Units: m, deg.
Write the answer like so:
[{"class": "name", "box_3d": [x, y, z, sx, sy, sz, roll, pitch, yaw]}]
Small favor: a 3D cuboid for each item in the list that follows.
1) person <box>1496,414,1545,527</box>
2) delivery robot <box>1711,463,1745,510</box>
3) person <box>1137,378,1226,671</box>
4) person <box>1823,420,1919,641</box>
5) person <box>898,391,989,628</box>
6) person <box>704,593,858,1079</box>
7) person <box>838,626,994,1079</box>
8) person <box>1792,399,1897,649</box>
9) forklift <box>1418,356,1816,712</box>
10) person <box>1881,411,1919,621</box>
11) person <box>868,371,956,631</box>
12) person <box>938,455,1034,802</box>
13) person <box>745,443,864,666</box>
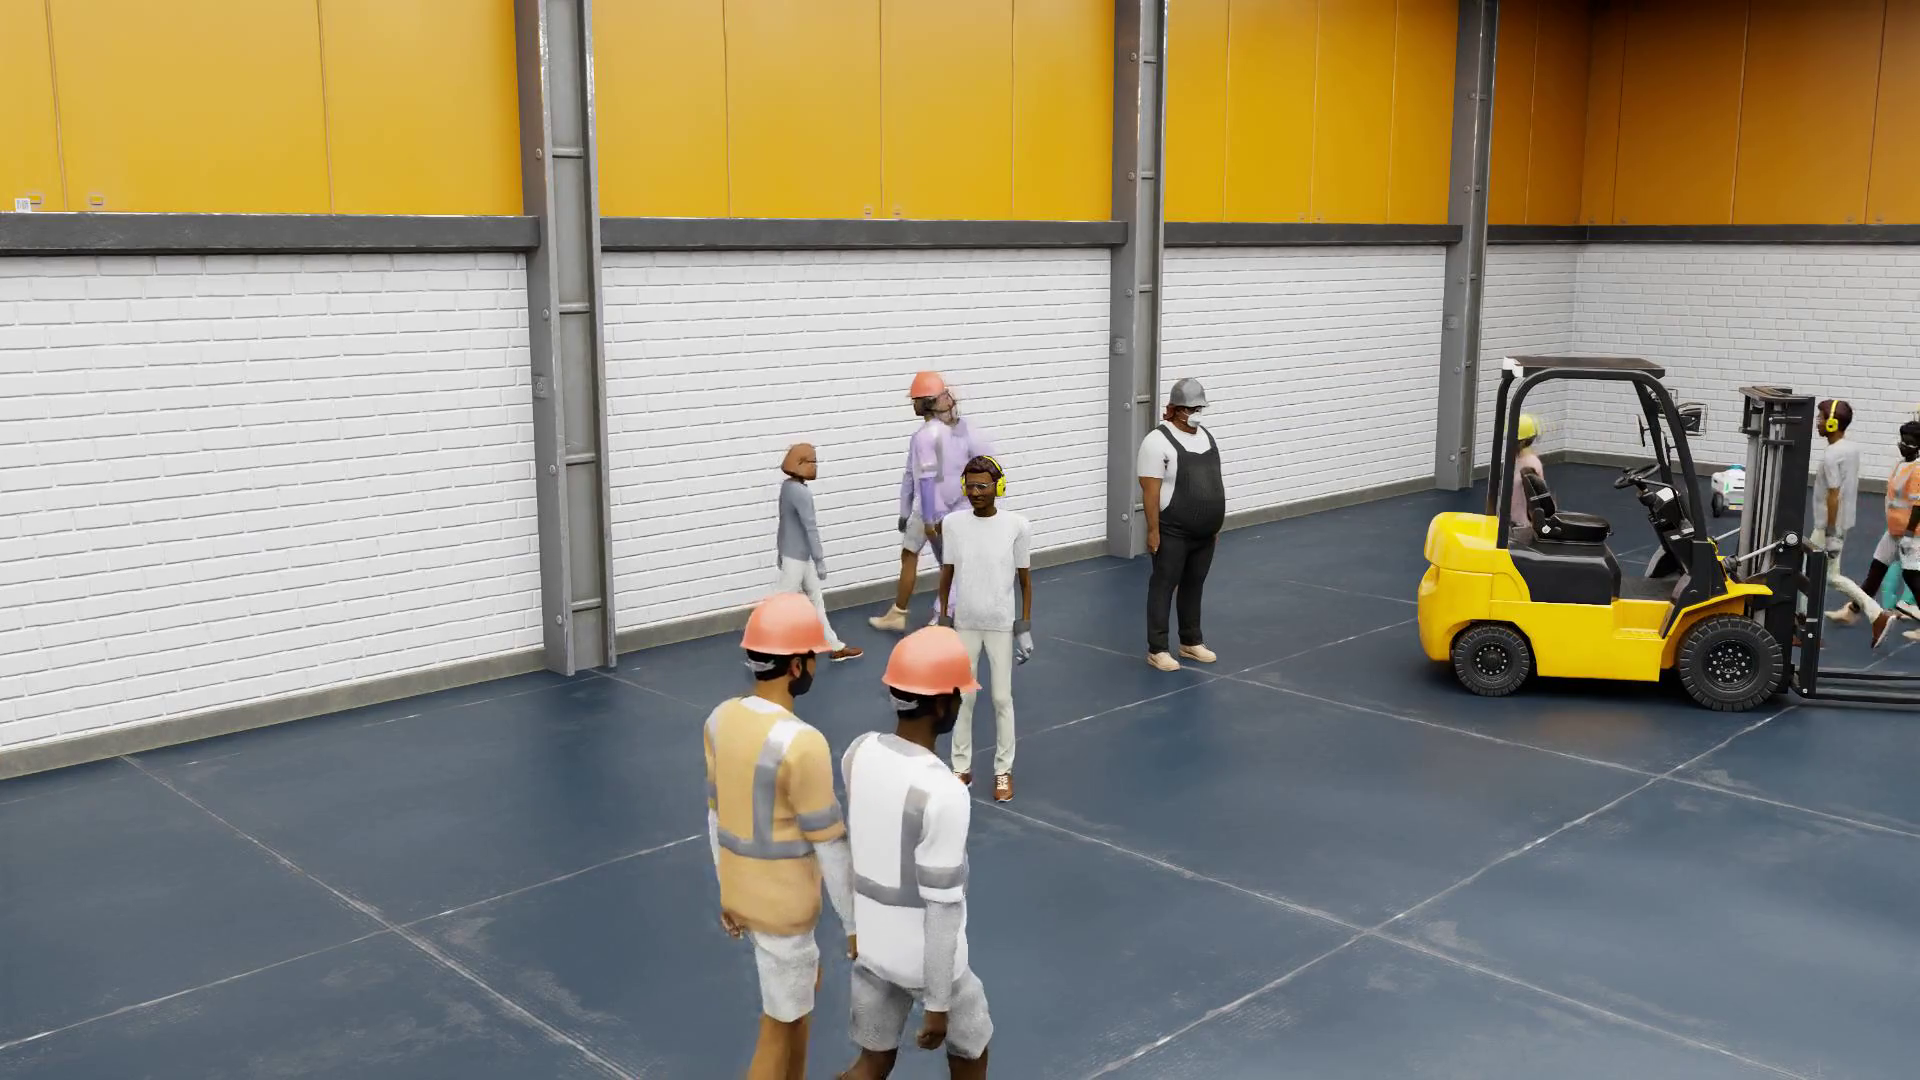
[{"class": "person", "box_3d": [4.204, -0.101, 12.428, 0.946, 1.700, 0.538, 1, 10, 4]}, {"class": "delivery robot", "box_3d": [8.343, -0.582, 17.916, 0.477, 0.478, 0.707, 2, 11, 12]}, {"class": "person", "box_3d": [1.589, -0.118, 11.587, 0.690, 2.000, 0.538, -8, 13, -38]}, {"class": "person", "box_3d": [6.980, -0.079, 12.435, 0.693, 1.643, 0.569, 3, 11, 14]}, {"class": "person", "box_3d": [-0.147, -0.199, 12.531, 0.689, 1.856, 1.013, 6, 12, 30]}, {"class": "person", "box_3d": [-0.478, 1.107, 5.233, 0.665, 1.914, 0.565, -7, 13, -34]}, {"class": "person", "box_3d": [-0.185, 1.188, 4.843, 0.872, 1.906, 0.546, -9, 14, -41]}, {"class": "person", "box_3d": [6.343, -0.091, 11.960, 0.517, 1.851, 0.719, -9, 14, -41]}, {"class": "forklift", "box_3d": [4.276, -0.101, 11.076, 2.313, 2.155, 1.214, 2, 11, 13]}, {"class": "person", "box_3d": [7.450, -0.215, 12.938, 0.434, 1.747, 0.540, 0, 10, -1]}, {"class": "person", "box_3d": [-0.222, -0.276, 12.566, 0.814, 2.019, 0.613, 5, 12, 26]}, {"class": "person", "box_3d": [0.130, 0.469, 8.858, 0.533, 1.868, 0.310, 2, 11, 13]}, {"class": "person", "box_3d": [-1.120, 0.116, 11.560, 0.863, 1.580, 0.520, -3, 11, -18]}]
